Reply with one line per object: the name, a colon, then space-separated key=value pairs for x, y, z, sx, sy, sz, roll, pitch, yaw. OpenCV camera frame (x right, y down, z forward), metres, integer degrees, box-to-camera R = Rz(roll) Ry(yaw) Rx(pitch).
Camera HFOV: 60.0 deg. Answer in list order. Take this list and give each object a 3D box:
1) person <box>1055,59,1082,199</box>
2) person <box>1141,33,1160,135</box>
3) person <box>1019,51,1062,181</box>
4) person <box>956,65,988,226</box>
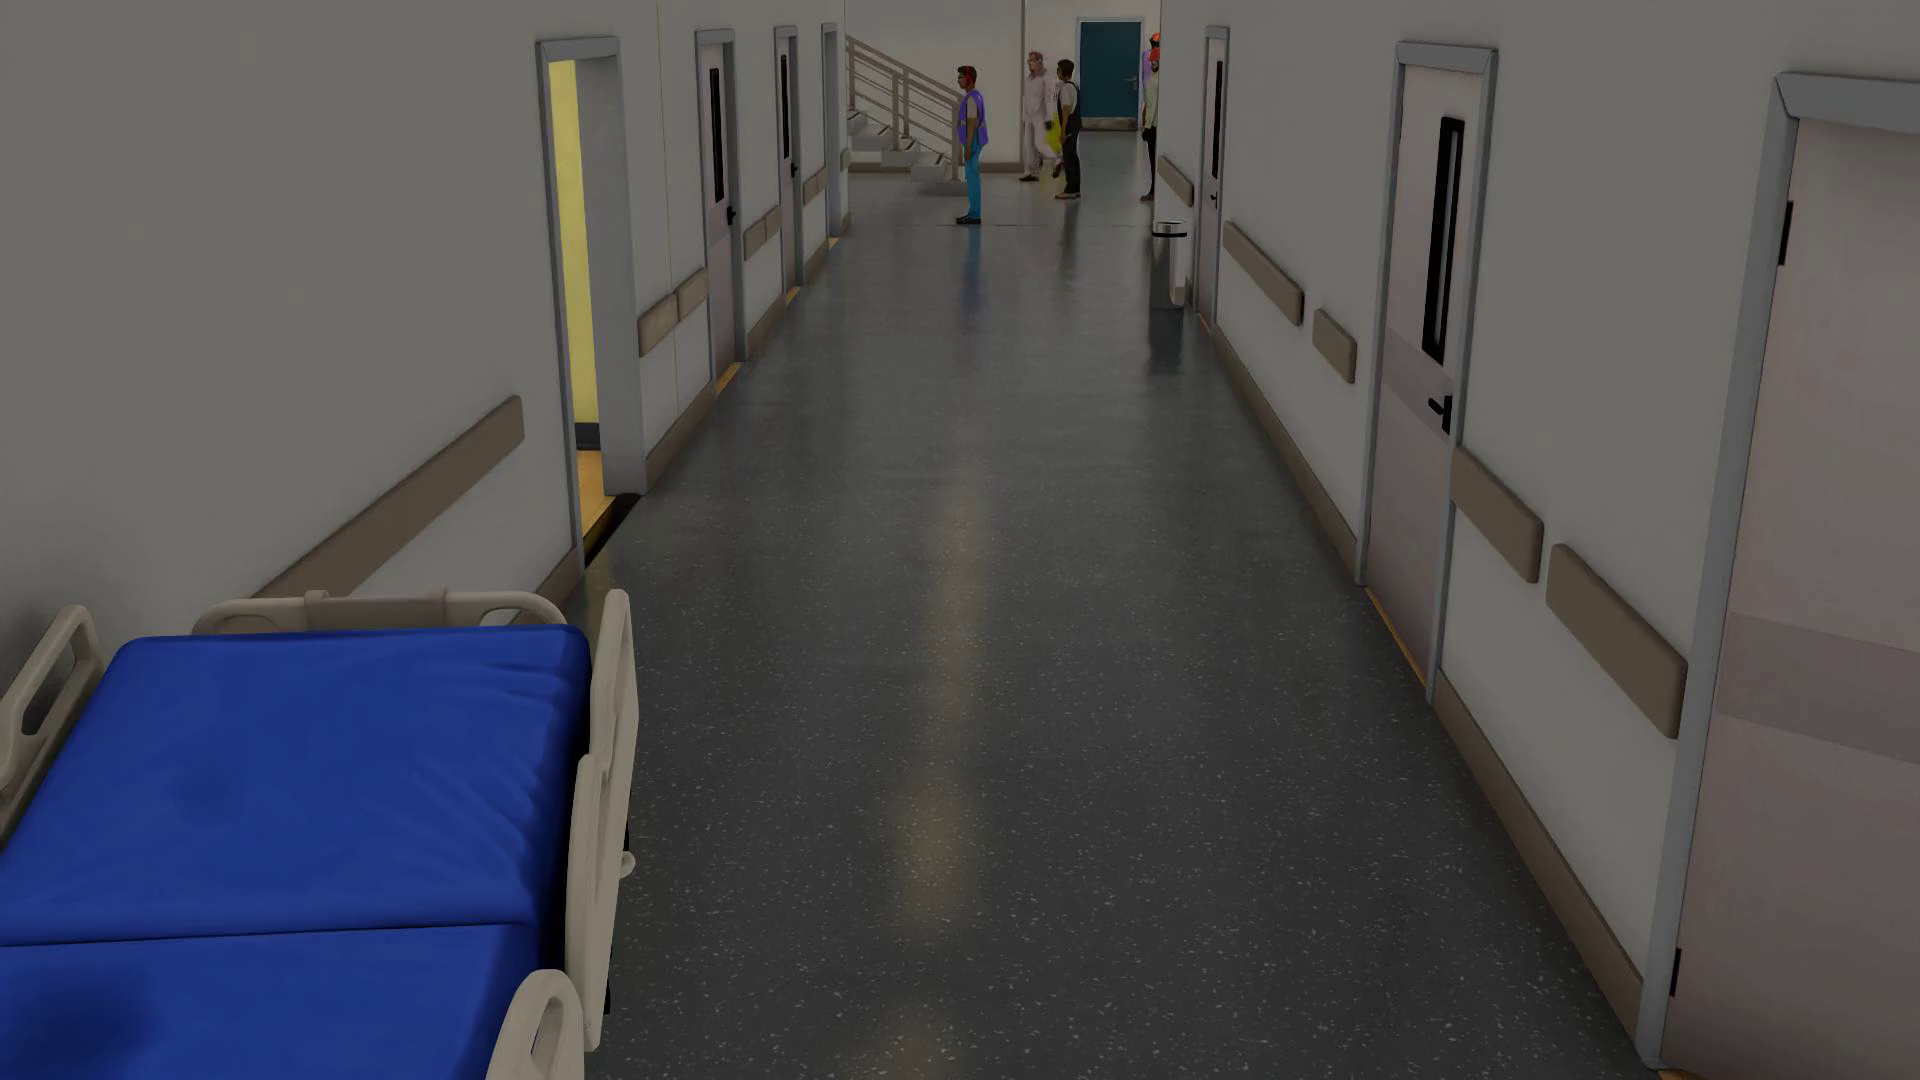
person: x=1.452 y=-5.523 z=22.389 sx=0.357 sy=1.839 sz=0.508 roll=5 pitch=18 yaw=16
person: x=3.922 y=-9.226 z=33.712 sx=0.410 sy=2.032 sz=0.610 roll=-12 pitch=21 yaw=-32
person: x=1.188 y=-6.269 z=24.647 sx=0.551 sy=1.887 sz=0.661 roll=-12 pitch=21 yaw=-34
person: x=0.142 y=-4.684 z=19.757 sx=0.392 sy=1.837 sz=0.560 roll=0 pitch=18 yaw=1
